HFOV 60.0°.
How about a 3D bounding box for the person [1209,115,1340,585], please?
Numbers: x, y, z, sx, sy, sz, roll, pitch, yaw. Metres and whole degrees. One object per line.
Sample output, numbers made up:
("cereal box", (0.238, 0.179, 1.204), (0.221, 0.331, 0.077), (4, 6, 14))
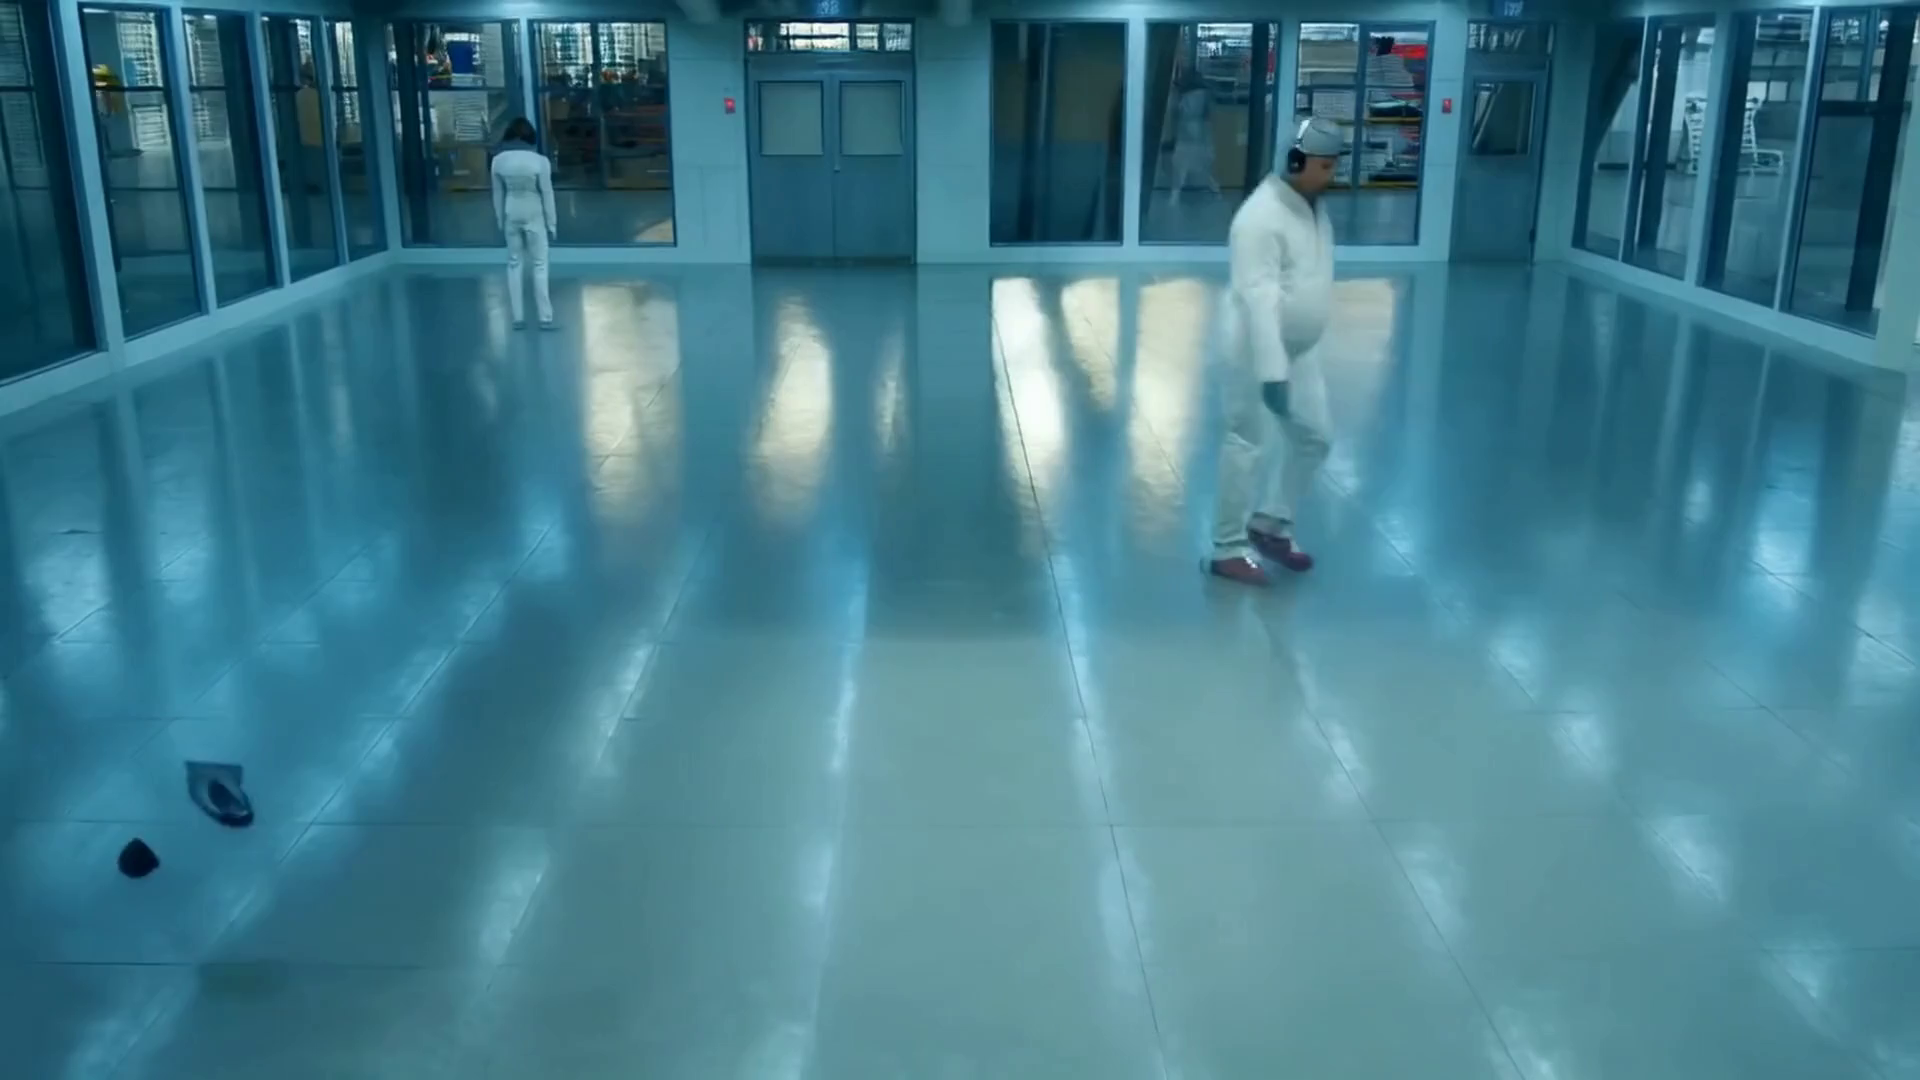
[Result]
("person", (1.259, -0.731, 6.653), (0.491, 1.882, 0.657), (12, 20, 36))

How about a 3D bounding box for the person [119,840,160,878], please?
("person", (-0.459, 0.912, 1.086), (0.521, 1.865, 0.328), (-8, 18, -25))

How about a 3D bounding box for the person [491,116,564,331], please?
("person", (-3.353, -2.435, 12.866), (0.503, 1.631, 0.283), (4, 17, 14))
